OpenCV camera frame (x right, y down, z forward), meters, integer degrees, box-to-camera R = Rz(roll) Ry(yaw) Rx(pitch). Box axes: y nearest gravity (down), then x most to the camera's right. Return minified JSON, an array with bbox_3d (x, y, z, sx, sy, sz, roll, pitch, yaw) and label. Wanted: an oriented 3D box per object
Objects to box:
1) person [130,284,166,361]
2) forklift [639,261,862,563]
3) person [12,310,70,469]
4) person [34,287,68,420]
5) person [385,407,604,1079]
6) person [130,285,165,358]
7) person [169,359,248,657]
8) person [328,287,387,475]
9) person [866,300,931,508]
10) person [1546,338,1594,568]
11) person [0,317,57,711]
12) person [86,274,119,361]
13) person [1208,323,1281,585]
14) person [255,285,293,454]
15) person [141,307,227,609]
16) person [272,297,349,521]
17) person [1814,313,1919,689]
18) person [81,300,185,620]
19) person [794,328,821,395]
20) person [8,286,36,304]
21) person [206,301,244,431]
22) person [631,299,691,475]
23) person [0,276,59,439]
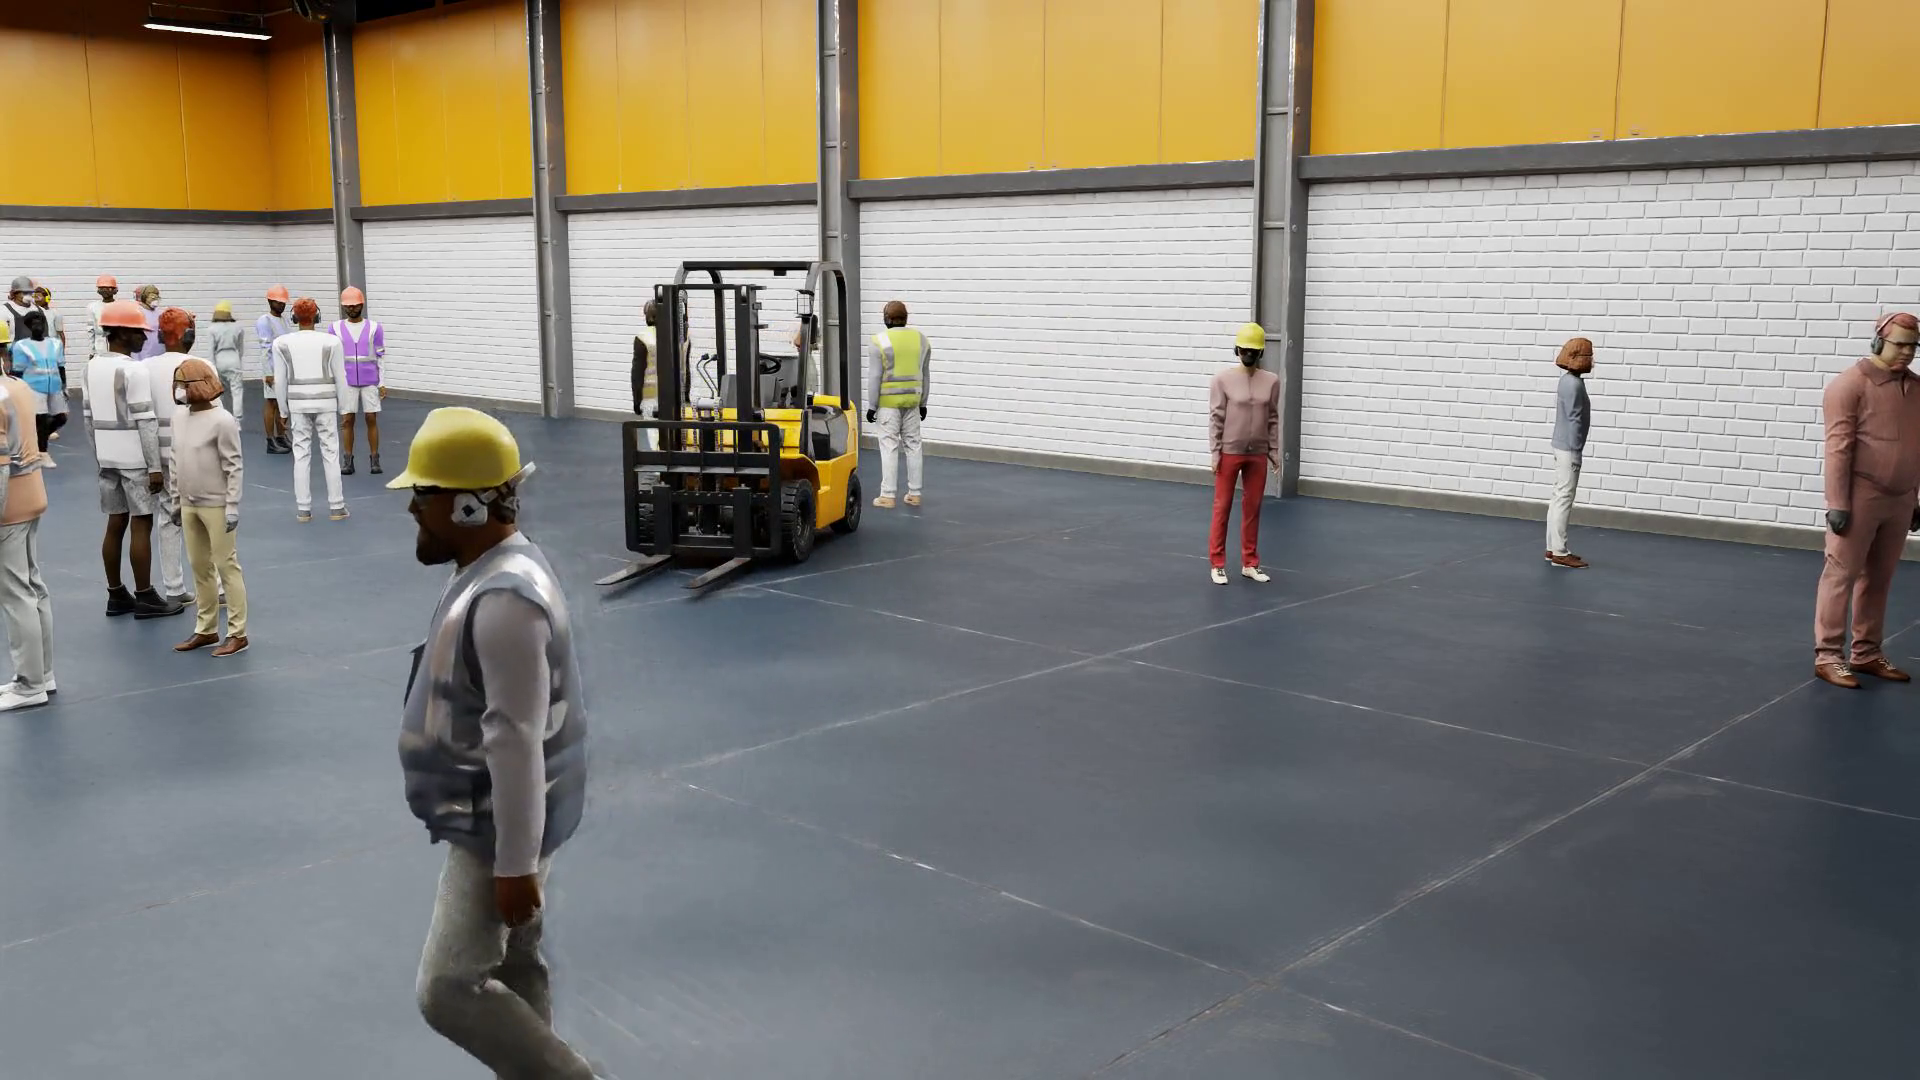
[{"bbox_3d":[-9.871,-2.152,20.332,0.373,1.935,0.629,3,10,16],"label":"person"},{"bbox_3d":[-1.552,-1.040,12.721,1.214,2.155,2.313,2,9,11],"label":"forklift"},{"bbox_3d":[-9.828,-1.608,17.742,0.524,1.685,0.534,6,11,33],"label":"person"},{"bbox_3d":[-12.709,-2.584,23.174,0.520,1.873,0.333,2,10,14],"label":"person"},{"bbox_3d":[-1.047,0.611,3.743,0.410,1.818,0.615,-3,10,-17],"label":"person"},{"bbox_3d":[-10.847,-2.449,22.238,0.636,1.910,0.405,-5,10,-27],"label":"person"},{"bbox_3d":[-4.147,-0.177,9.141,0.507,1.632,0.274,5,10,27],"label":"person"},{"bbox_3d":[-6.209,-1.637,17.162,0.553,1.935,0.362,-3,10,-17],"label":"person"},{"bbox_3d":[-0.563,-1.208,14.836,0.633,1.840,0.429,-6,11,-32],"label":"person"},{"bbox_3d":[4.376,-0.627,11.903,0.284,1.633,0.497,2,9,12],"label":"person"},{"bbox_3d":[-4.618,-0.140,8.012,0.371,1.929,0.585,-3,10,-15],"label":"person"},{"bbox_3d":[-11.618,-2.605,22.765,0.607,2.048,0.366,-1,9,-8],"label":"person"},{"bbox_3d":[1.920,-0.577,11.212,0.523,1.762,0.329,-3,10,-17],"label":"person"},{"bbox_3d":[-7.833,-1.959,19.154,0.376,1.933,0.545,1,9,9],"label":"person"},{"bbox_3d":[-4.798,-0.495,10.319,0.573,1.887,0.356,1,9,7],"label":"person"},{"bbox_3d":[-5.442,-1.093,13.995,0.575,1.884,0.355,-2,10,-14],"label":"person"},{"bbox_3d":[4.682,-0.201,8.479,0.642,1.901,0.401,-4,10,-21],"label":"person"},{"bbox_3d":[-5.039,-0.485,10.114,0.552,1.931,0.366,5,10,27],"label":"person"},{"bbox_3d":[-1.527,-1.249,15.811,0.797,1.600,0.500,2,9,10],"label":"person"},{"bbox_3d":[-14.663,-3.073,25.907,0.621,1.964,0.869,8,12,42],"label":"person"},{"bbox_3d":[-9.642,-2.277,21.851,0.484,1.687,0.938,-6,11,-33],"label":"person"},{"bbox_3d":[-2.880,-1.389,15.974,0.443,1.828,0.649,9,13,44],"label":"person"},{"bbox_3d":[-11.514,-2.247,20.590,0.538,2.000,0.684,5,10,27],"label":"person"}]
